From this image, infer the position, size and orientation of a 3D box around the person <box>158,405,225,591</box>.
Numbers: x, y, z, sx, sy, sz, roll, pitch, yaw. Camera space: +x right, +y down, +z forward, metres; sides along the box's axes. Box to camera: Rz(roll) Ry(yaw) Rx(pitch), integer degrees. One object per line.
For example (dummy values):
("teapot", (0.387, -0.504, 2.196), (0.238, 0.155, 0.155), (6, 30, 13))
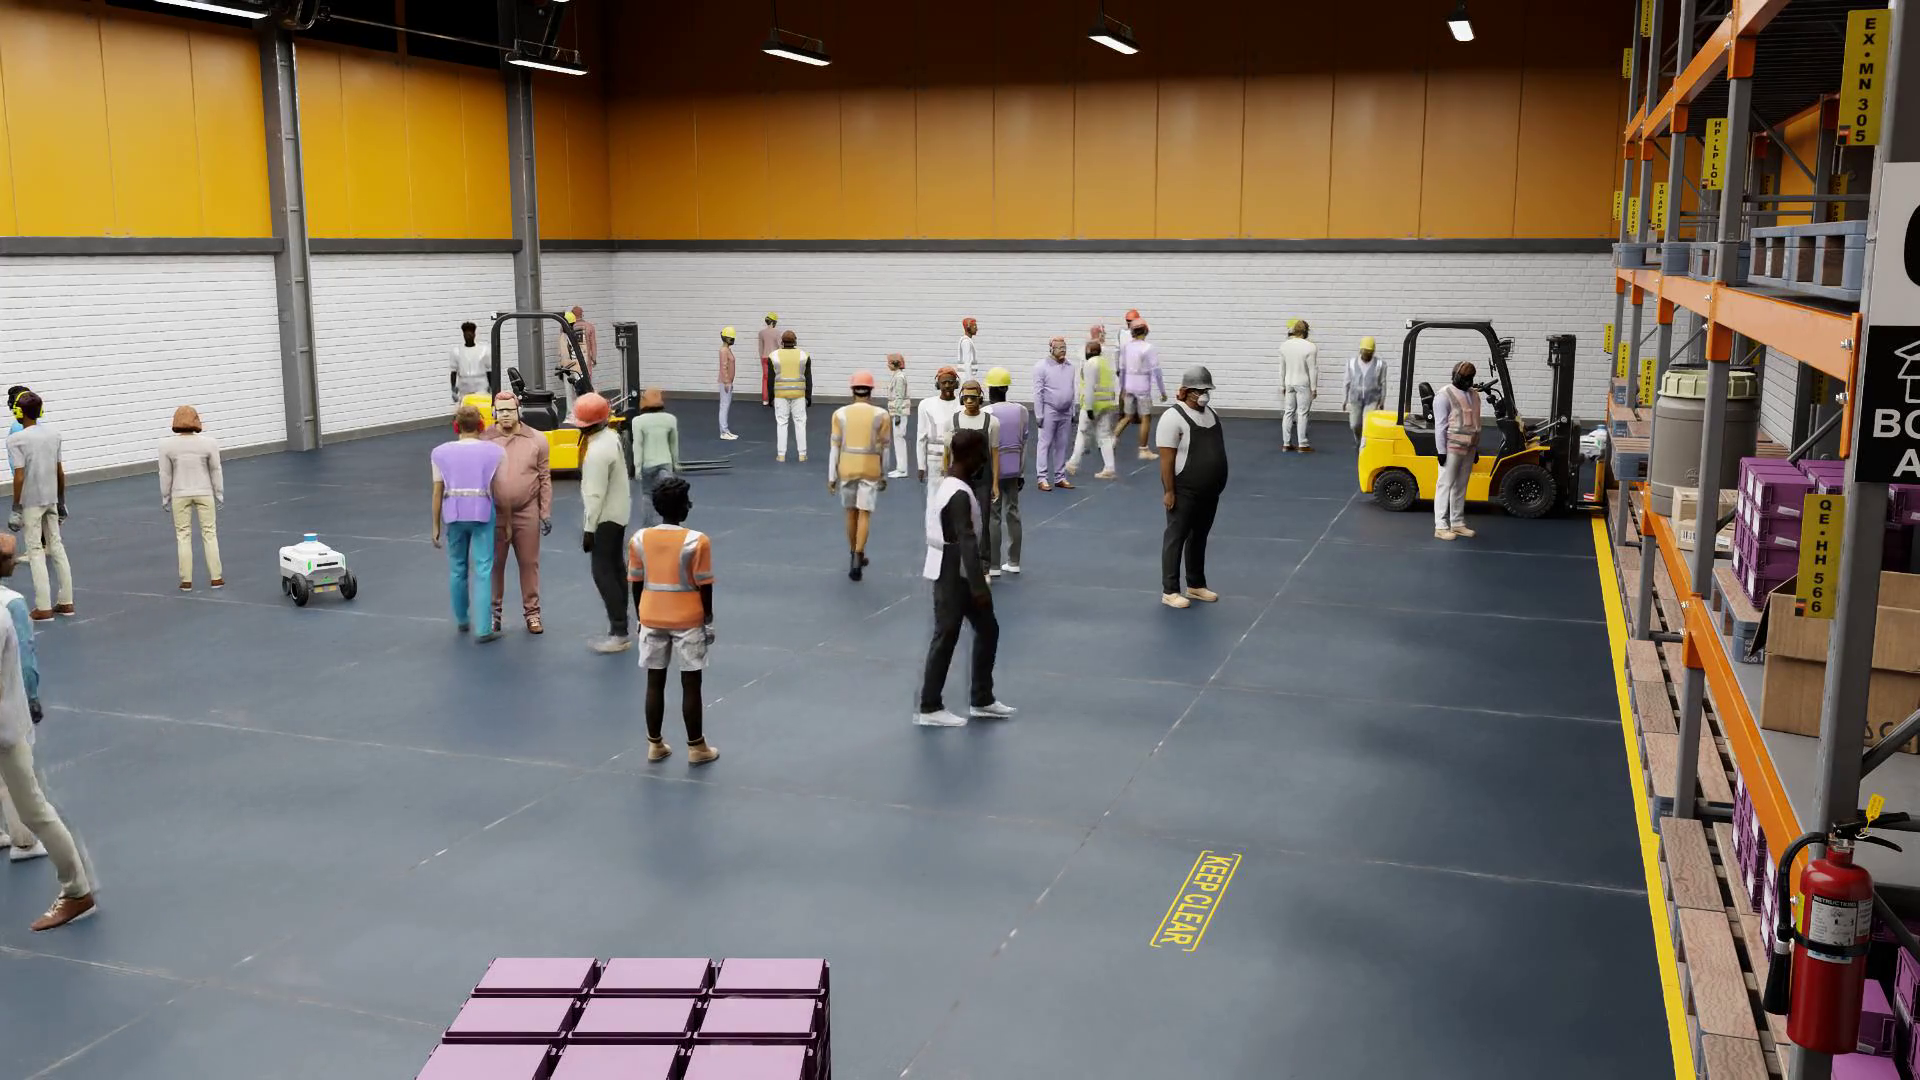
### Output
("person", (-6.758, -0.370, 14.650), (0.507, 1.631, 0.270), (-4, 11, -23))

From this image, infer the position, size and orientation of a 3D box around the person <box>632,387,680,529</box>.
("person", (-3.071, -0.760, 16.934), (0.514, 1.604, 0.808), (-6, 12, -31))

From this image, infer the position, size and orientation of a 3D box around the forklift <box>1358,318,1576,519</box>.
("forklift", (5.787, -1.437, 19.079), (2.313, 2.155, 1.214), (3, 11, 19))

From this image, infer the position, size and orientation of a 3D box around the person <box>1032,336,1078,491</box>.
("person", (1.199, -1.566, 20.615), (0.636, 1.911, 0.405), (-7, 12, -35))

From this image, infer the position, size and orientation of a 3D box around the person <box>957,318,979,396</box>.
("person", (0.123, -2.581, 26.396), (0.337, 1.882, 0.585), (-1, 10, -3))

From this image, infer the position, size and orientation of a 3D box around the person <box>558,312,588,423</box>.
("person", (-6.470, -2.839, 27.737), (0.589, 1.923, 0.383), (6, 12, 31))

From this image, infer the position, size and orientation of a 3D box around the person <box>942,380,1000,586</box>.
("person", (0.098, -0.503, 14.801), (0.514, 1.845, 0.336), (0, 10, 1))

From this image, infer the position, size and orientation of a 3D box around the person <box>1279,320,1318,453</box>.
("person", (4.952, -2.236, 24.299), (0.362, 1.939, 0.636), (-10, 14, -44))

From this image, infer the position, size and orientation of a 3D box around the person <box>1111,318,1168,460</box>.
("person", (2.485, -2.096, 23.334), (0.721, 2.005, 0.756), (-8, 13, -37))

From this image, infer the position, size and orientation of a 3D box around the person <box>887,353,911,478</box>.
("person", (-0.800, -1.630, 21.756), (0.313, 1.631, 0.528), (-1, 10, -6))

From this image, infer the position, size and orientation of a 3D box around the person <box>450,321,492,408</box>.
("person", (-7.108, -2.232, 24.282), (0.615, 1.947, 0.727), (-1, 10, -7))

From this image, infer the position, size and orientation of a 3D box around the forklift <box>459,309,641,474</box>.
("forklift", (-5.354, -1.902, 21.697), (2.313, 2.155, 1.214), (-2, 10, -13))

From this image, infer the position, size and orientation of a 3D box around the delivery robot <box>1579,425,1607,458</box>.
("delivery robot", (8.831, -1.343, 22.902), (0.707, 0.478, 0.477), (-8, 13, -39))

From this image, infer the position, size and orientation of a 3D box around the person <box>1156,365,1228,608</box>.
("person", (1.992, -0.458, 14.002), (0.688, 2.000, 0.536), (-9, 14, -42))

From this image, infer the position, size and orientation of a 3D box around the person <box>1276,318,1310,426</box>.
("person", (5.574, -2.811, 27.883), (0.602, 1.818, 0.470), (-5, 11, -27))

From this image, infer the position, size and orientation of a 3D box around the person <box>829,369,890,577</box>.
("person", (-0.939, -0.611, 15.289), (0.558, 1.902, 0.839), (2, 10, 11))

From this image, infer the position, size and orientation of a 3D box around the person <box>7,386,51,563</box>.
("person", (-8.936, -0.632, 15.952), (0.318, 1.697, 0.535), (-3, 10, -15))

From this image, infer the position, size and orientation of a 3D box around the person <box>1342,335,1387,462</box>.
("person", (5.709, -2.006, 23.454), (0.608, 1.791, 0.774), (4, 11, 21))

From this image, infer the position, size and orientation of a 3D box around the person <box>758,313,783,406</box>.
("person", (-3.551, -3.406, 31.398), (0.523, 1.760, 0.328), (5, 11, 26))

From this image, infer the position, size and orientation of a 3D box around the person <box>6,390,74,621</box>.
("person", (-7.466, -0.274, 13.447), (0.313, 1.869, 0.538), (3, 11, 18))

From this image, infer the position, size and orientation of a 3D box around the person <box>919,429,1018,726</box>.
("person", (0.086, 0.249, 10.443), (0.766, 1.891, 0.593), (1, 10, 6))

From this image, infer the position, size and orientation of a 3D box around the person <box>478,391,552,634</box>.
("person", (-3.494, -0.201, 12.930), (0.636, 1.910, 0.406), (-3, 10, -14))

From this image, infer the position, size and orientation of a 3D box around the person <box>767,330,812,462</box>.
("person", (-2.389, -2.019, 23.349), (0.634, 1.842, 0.429), (-2, 10, -9))

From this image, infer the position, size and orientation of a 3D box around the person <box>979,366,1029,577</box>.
("person", (0.361, -0.622, 15.233), (0.589, 1.929, 0.364), (-7, 13, -36))

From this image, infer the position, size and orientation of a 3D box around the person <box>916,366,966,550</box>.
("person", (-0.125, -0.719, 15.914), (0.583, 1.882, 0.350), (-2, 10, -9))

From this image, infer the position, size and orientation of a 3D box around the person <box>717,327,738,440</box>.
("person", (-3.621, -2.444, 25.984), (0.328, 1.760, 0.523), (0, 10, -1))

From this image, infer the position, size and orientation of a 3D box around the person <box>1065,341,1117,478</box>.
("person", (1.723, -1.706, 21.779), (0.817, 1.783, 0.678), (8, 13, 38))

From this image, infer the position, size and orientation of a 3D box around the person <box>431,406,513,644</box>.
("person", (-3.765, -0.129, 12.875), (0.598, 1.794, 0.800), (-2, 10, -10))

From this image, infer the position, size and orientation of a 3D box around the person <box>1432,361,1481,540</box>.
("person", (5.165, -0.929, 17.229), (0.624, 1.840, 0.429), (-7, 12, -36))

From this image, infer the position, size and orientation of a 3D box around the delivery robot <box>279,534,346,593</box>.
("delivery robot", (-5.561, 0.189, 14.274), (0.477, 0.478, 0.707), (-9, 13, -41))

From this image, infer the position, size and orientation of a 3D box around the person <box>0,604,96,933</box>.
("person", (-4.222, 0.876, 7.098), (0.543, 1.818, 0.971), (7, 12, 35))

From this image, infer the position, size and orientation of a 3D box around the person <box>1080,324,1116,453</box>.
("person", (2.009, -2.217, 24.348), (0.755, 1.884, 0.661), (-4, 11, -23))

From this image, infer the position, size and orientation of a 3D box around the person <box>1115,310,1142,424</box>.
("person", (2.907, -2.940, 28.266), (0.553, 1.935, 0.364), (7, 12, 36))

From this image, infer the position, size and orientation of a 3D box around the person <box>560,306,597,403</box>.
("person", (-7.040, -3.361, 30.730), (0.653, 1.904, 0.405), (-2, 10, -11))

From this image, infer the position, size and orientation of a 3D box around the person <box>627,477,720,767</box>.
("person", (-1.669, 0.476, 9.698), (0.537, 1.698, 0.321), (3, 11, 17))

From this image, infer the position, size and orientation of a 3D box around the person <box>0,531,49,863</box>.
("person", (-4.735, 0.772, 8.209), (0.521, 1.636, 0.311), (5, 11, 26))

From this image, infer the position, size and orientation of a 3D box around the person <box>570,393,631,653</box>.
("person", (-2.676, -0.150, 12.556), (0.385, 1.947, 0.724), (0, 10, -1))
